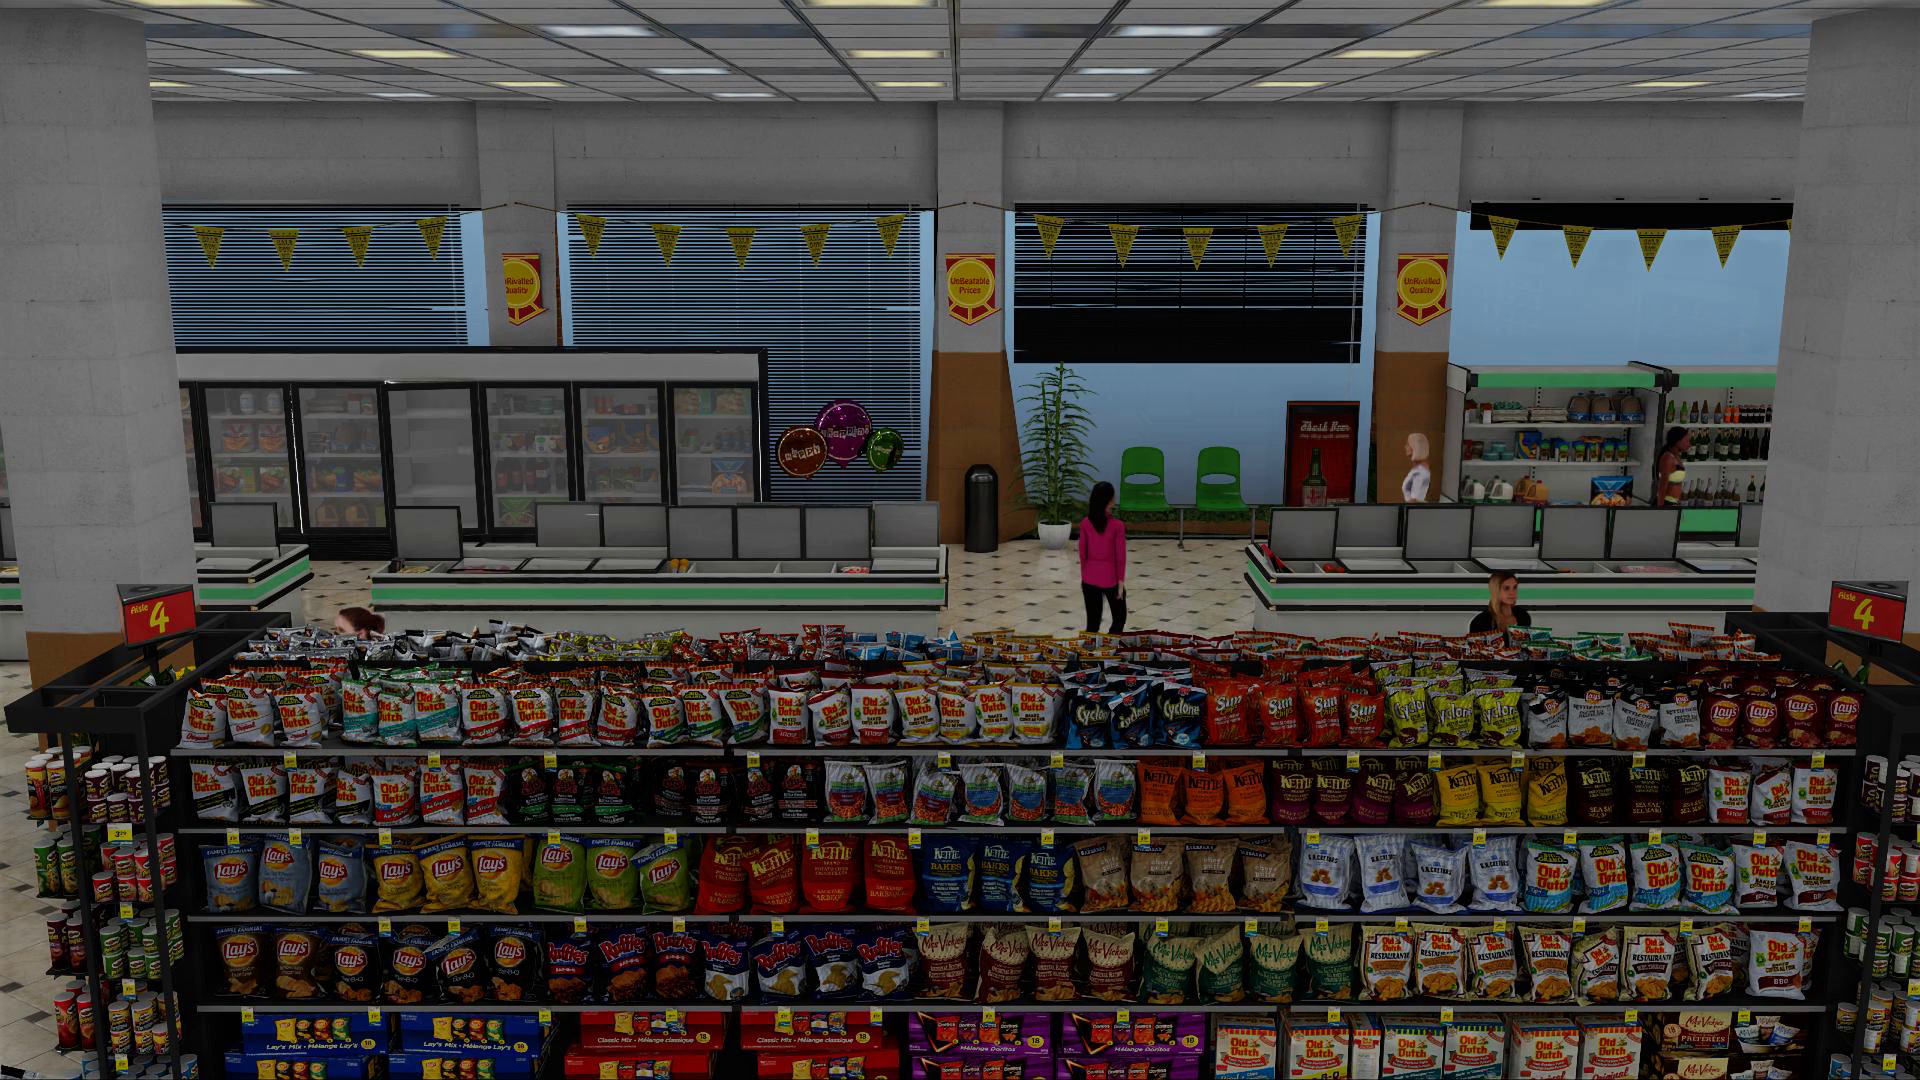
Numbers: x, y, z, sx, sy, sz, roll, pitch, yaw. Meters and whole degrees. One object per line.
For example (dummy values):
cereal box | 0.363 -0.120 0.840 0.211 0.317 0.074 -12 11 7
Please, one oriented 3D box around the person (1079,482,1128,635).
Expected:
person | 1.139 0.373 13.710 0.686 1.690 0.753 5 13 23

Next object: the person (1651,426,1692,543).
person | 6.981 -0.284 16.710 0.751 1.740 0.703 8 14 33

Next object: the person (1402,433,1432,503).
person | 4.524 -0.150 16.153 1.075 1.706 0.706 2 12 8

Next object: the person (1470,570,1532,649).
person | 3.475 1.005 10.754 0.591 1.671 0.731 -4 13 -20
